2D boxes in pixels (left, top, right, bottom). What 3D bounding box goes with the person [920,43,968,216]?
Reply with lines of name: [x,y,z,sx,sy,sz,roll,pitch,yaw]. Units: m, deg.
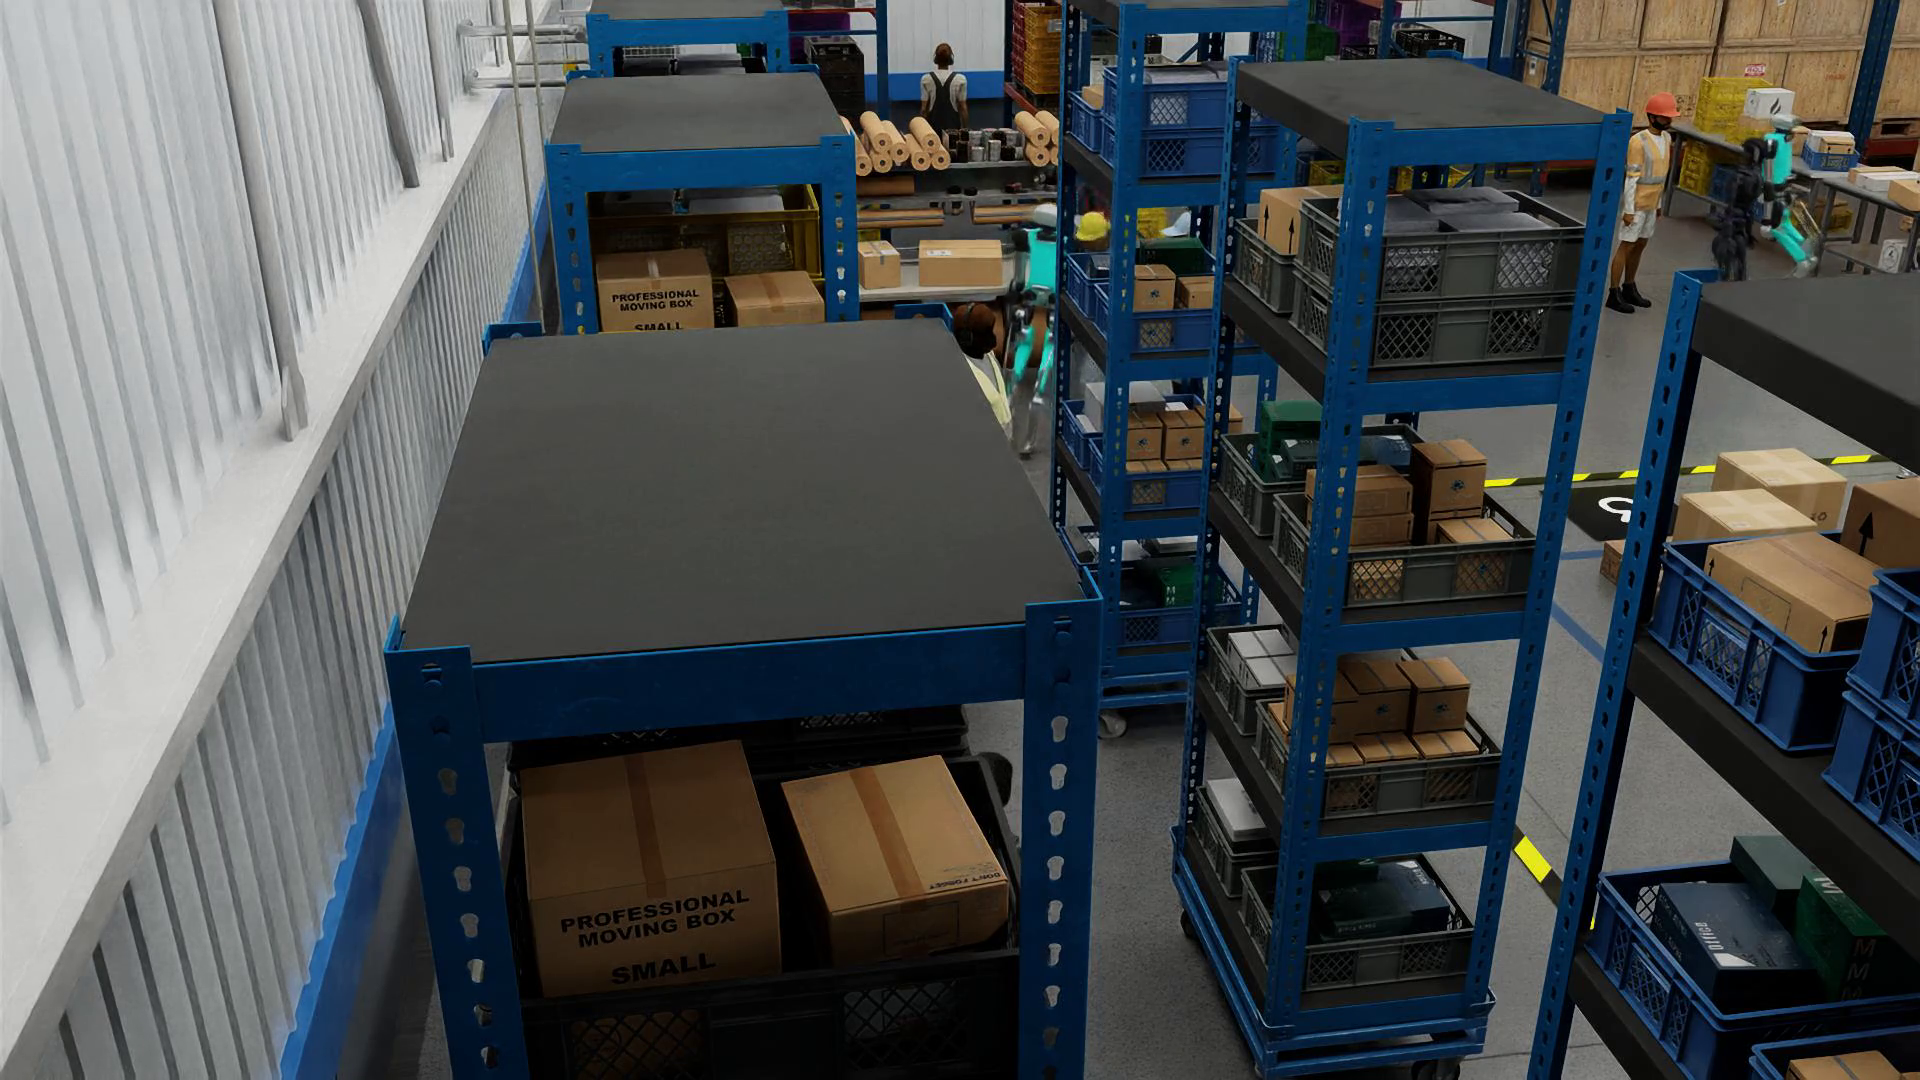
person: [-0.173,-4.452,18.088,0.517,1.844,0.332,0,25,0]

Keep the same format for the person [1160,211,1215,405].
person: [1.516,-1.309,11.250,0.400,1.851,0.591,-4,25,-9]

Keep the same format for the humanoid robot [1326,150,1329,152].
humanoid robot: [4.128,-4.469,18.351,0.501,1.633,0.592,-3,25,-7]

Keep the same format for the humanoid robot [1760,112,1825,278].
humanoid robot: [7.408,-2.857,14.753,0.775,1.773,0.545,20,32,37]

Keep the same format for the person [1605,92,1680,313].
person: [6.107,-3.004,14.834,0.544,1.938,0.358,-18,30,-35]

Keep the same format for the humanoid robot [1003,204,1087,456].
humanoid robot: [0.516,-1.365,11.574,0.552,1.820,0.815,10,26,20]

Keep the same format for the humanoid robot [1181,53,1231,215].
humanoid robot: [2.651,-4.222,17.796,0.566,1.823,0.906,9,26,19]

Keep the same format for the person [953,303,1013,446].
person: [0.080,-0.444,9.381,0.429,1.842,0.632,8,26,16]

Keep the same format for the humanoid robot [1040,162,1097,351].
humanoid robot: [0.894,-2.403,13.856,0.607,1.642,0.630,-13,28,-26]

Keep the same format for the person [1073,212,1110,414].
person: [0.903,-1.476,11.757,0.399,1.721,0.516,-19,31,-35]

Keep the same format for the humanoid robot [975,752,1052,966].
humanoid robot: [0.009,1.428,5.578,0.609,1.622,0.799,9,26,20]

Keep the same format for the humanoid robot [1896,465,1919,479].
humanoid robot: [6.425,-1.142,10.869,0.735,1.671,0.533,-11,27,-22]

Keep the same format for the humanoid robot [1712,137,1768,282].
humanoid robot: [6.699,-2.636,14.348,0.613,1.660,0.344,-23,33,-40]
